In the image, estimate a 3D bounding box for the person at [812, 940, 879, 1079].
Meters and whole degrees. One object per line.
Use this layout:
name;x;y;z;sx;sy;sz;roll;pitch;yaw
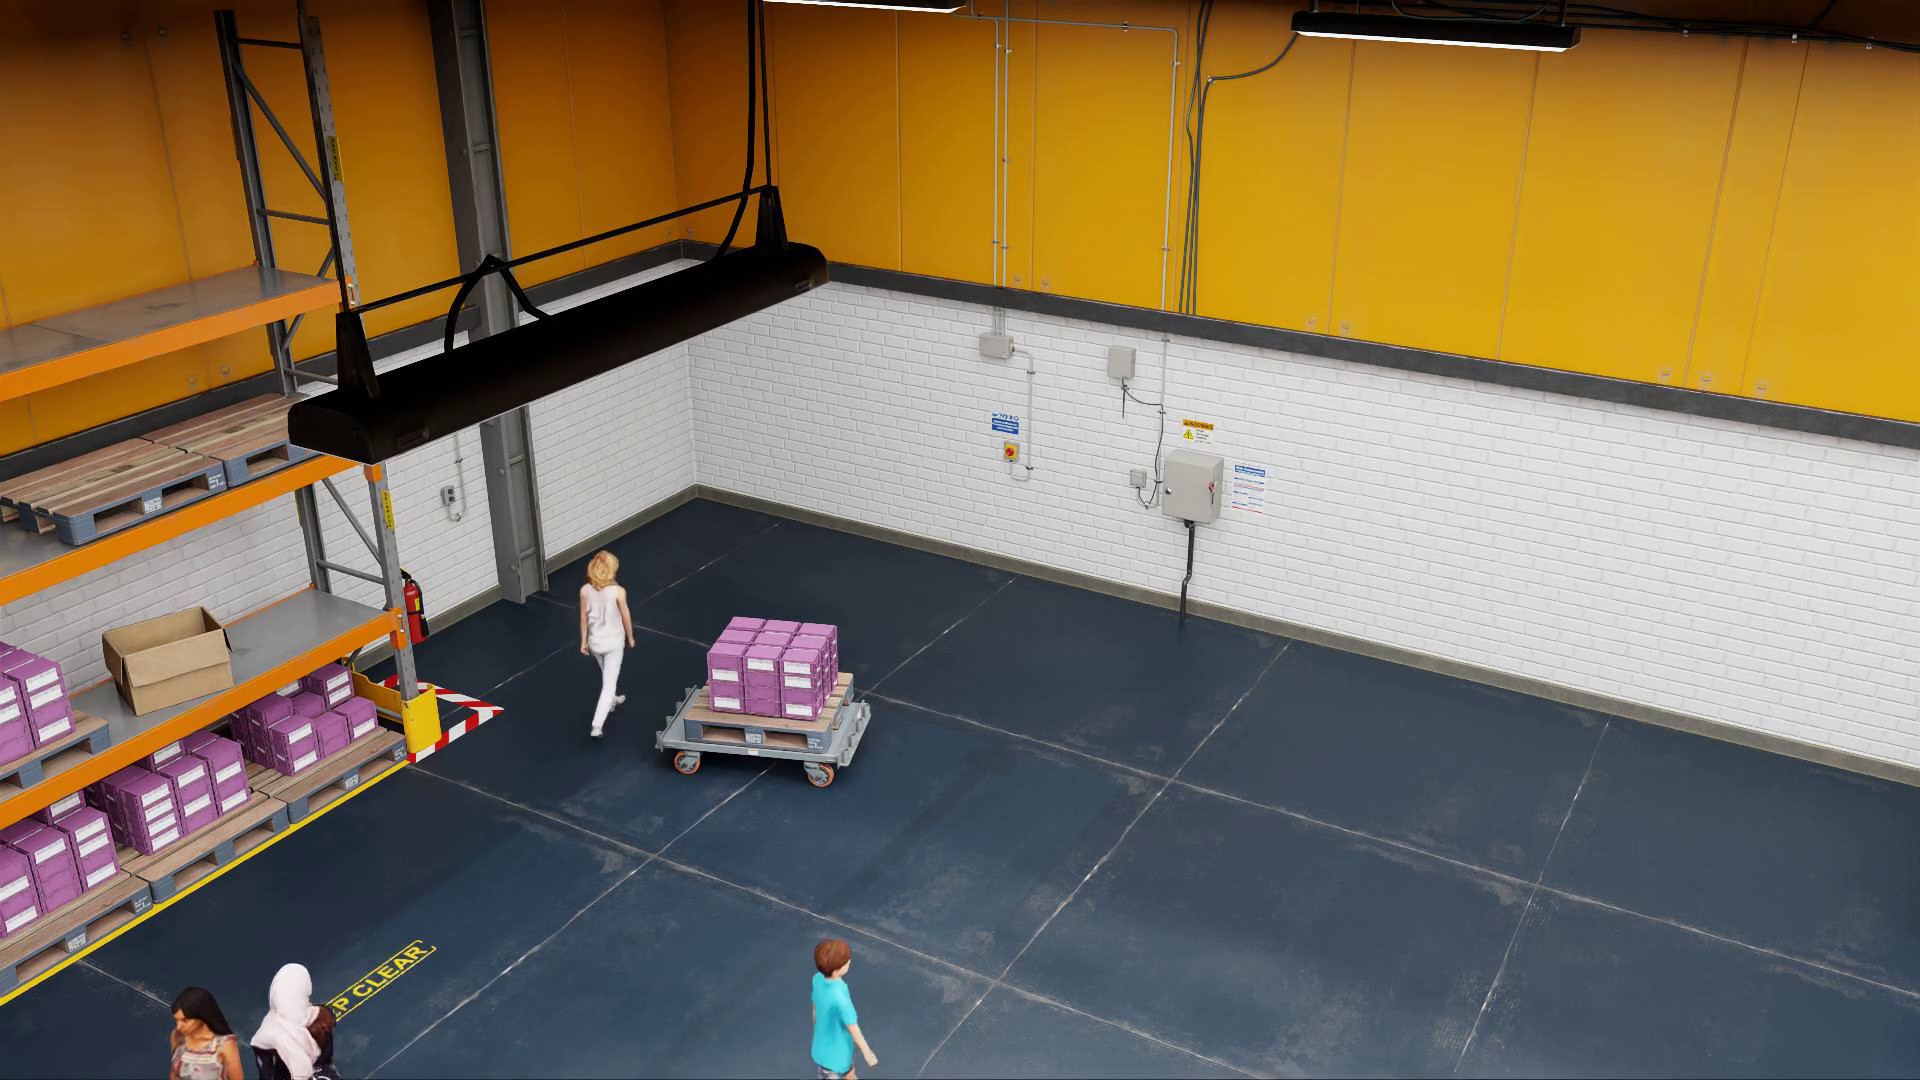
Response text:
person;-0.805;2.991;9.706;0.983;1.416;0.843;-10;26;-23

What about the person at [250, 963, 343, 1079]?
person;-3.554;3.116;9.208;0.781;1.585;0.932;14;27;30

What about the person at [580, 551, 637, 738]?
person;-3.044;0.917;14.185;0.743;1.629;1.115;6;24;14

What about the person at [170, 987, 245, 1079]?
person;-4.059;3.117;9.139;0.691;1.638;0.750;9;25;20
